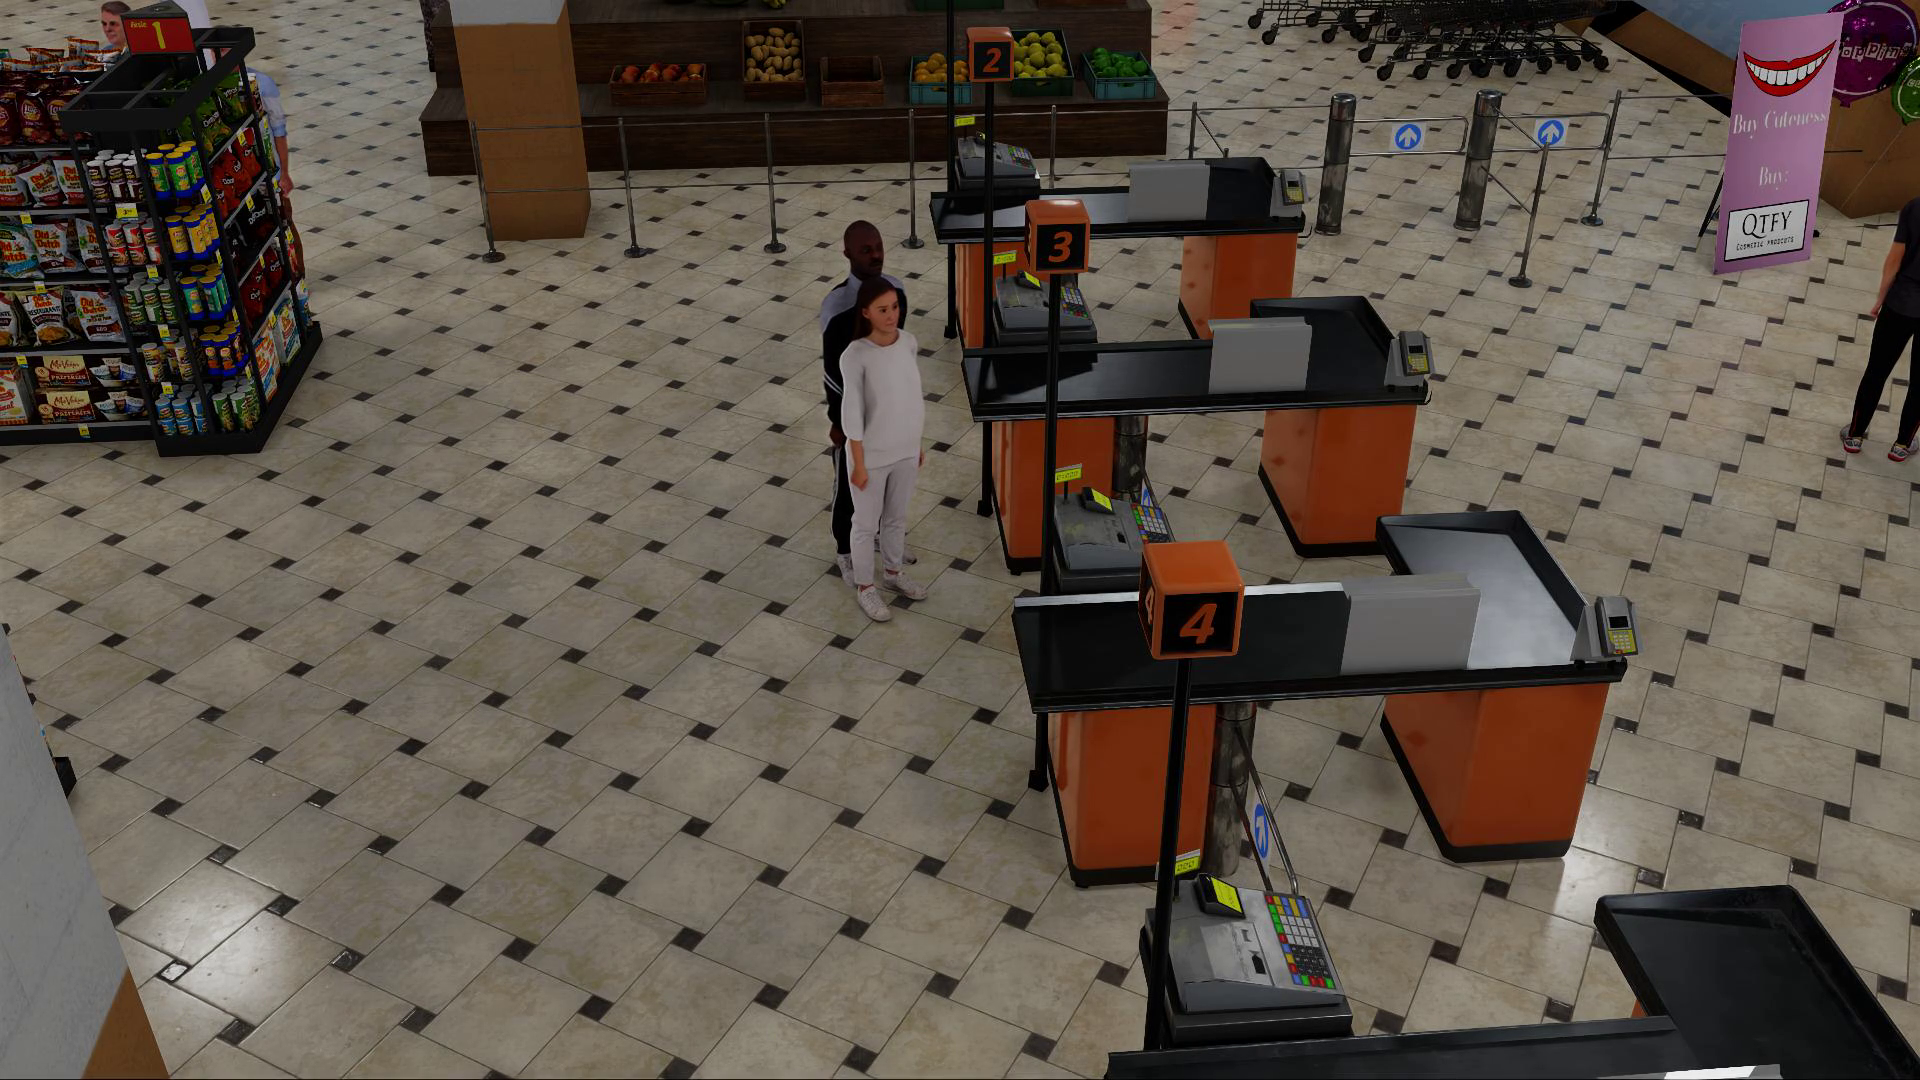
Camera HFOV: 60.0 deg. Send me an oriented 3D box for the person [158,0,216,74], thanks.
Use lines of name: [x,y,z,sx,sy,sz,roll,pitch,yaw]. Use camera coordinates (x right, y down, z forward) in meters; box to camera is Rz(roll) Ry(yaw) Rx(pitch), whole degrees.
person: [-7.168,-5.208,15.208,0.842,1.927,0.799,-27,41,-36]

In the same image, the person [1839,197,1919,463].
person: [5.210,-1.264,9.023,0.681,1.764,0.777,17,36,25]

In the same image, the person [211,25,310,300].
person: [-4.623,-2.448,10.865,0.513,1.828,0.742,-1,32,-2]

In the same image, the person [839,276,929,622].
person: [-0.365,-0.433,7.759,0.745,1.688,0.671,28,41,37]

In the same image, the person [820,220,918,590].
person: [-0.450,-0.676,8.017,0.690,1.827,0.796,-24,39,-33]
